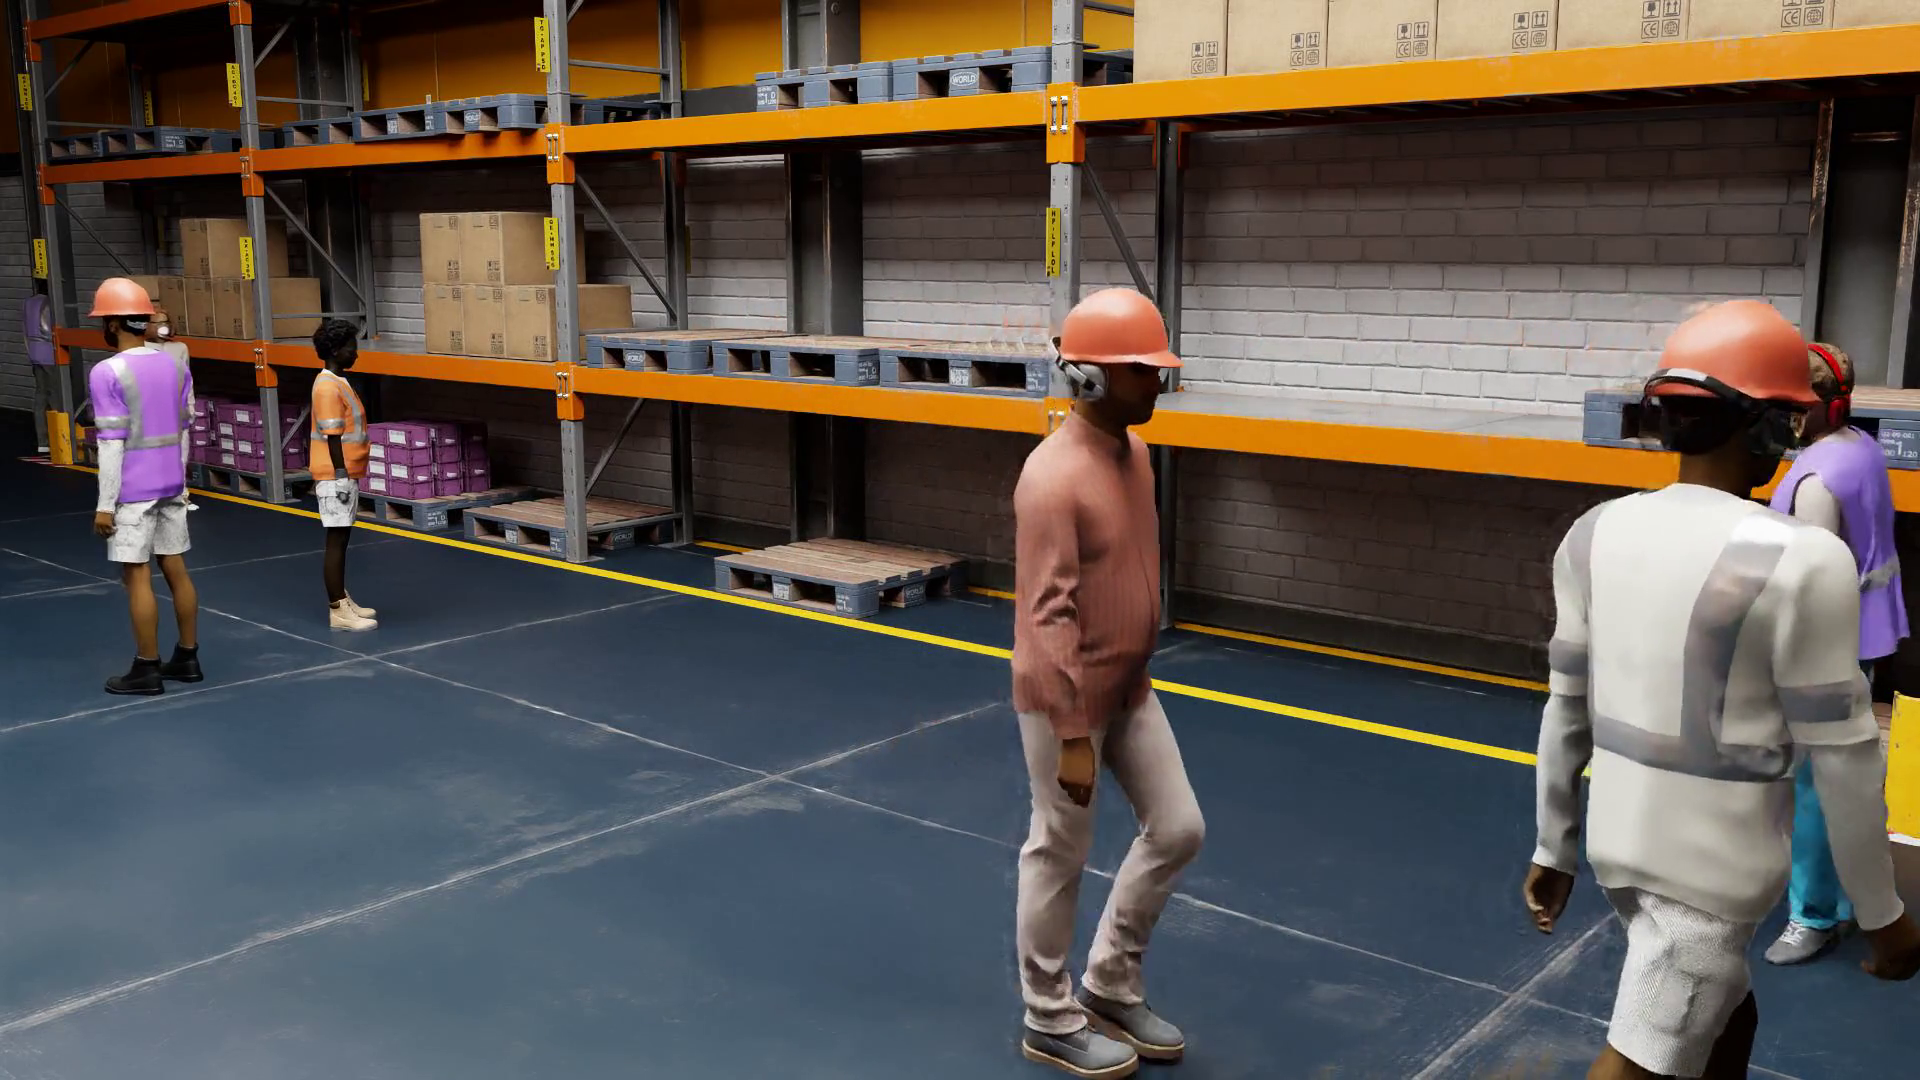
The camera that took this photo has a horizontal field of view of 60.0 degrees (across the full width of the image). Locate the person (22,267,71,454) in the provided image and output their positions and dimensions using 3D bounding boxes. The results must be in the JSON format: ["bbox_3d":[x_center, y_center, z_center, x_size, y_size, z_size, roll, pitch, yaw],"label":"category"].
[{"bbox_3d":[-9.163,-1.816,16.755,0.587,1.923,0.383,6,11,30],"label":"person"}]

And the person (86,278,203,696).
[{"bbox_3d":[-3.822,-0.244,7.757,0.368,1.935,0.559,3,10,15],"label":"person"}]

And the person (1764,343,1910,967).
[{"bbox_3d":[2.539,0.335,4.859,0.387,1.814,0.656,8,13,38],"label":"person"}]

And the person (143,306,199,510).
[{"bbox_3d":[-6.236,-1.012,13.033,0.281,1.625,0.495,8,13,37],"label":"person"}]

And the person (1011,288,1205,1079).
[{"bbox_3d":[0.381,0.385,4.057,0.545,1.976,0.657,6,11,30],"label":"person"}]

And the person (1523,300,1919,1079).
[{"bbox_3d":[1.267,0.566,3.025,1.071,1.997,0.616,-3,10,-15],"label":"person"}]

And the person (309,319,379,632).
[{"bbox_3d":[-3.376,-0.354,9.075,0.319,1.697,0.533,-3,10,-18],"label":"person"}]
